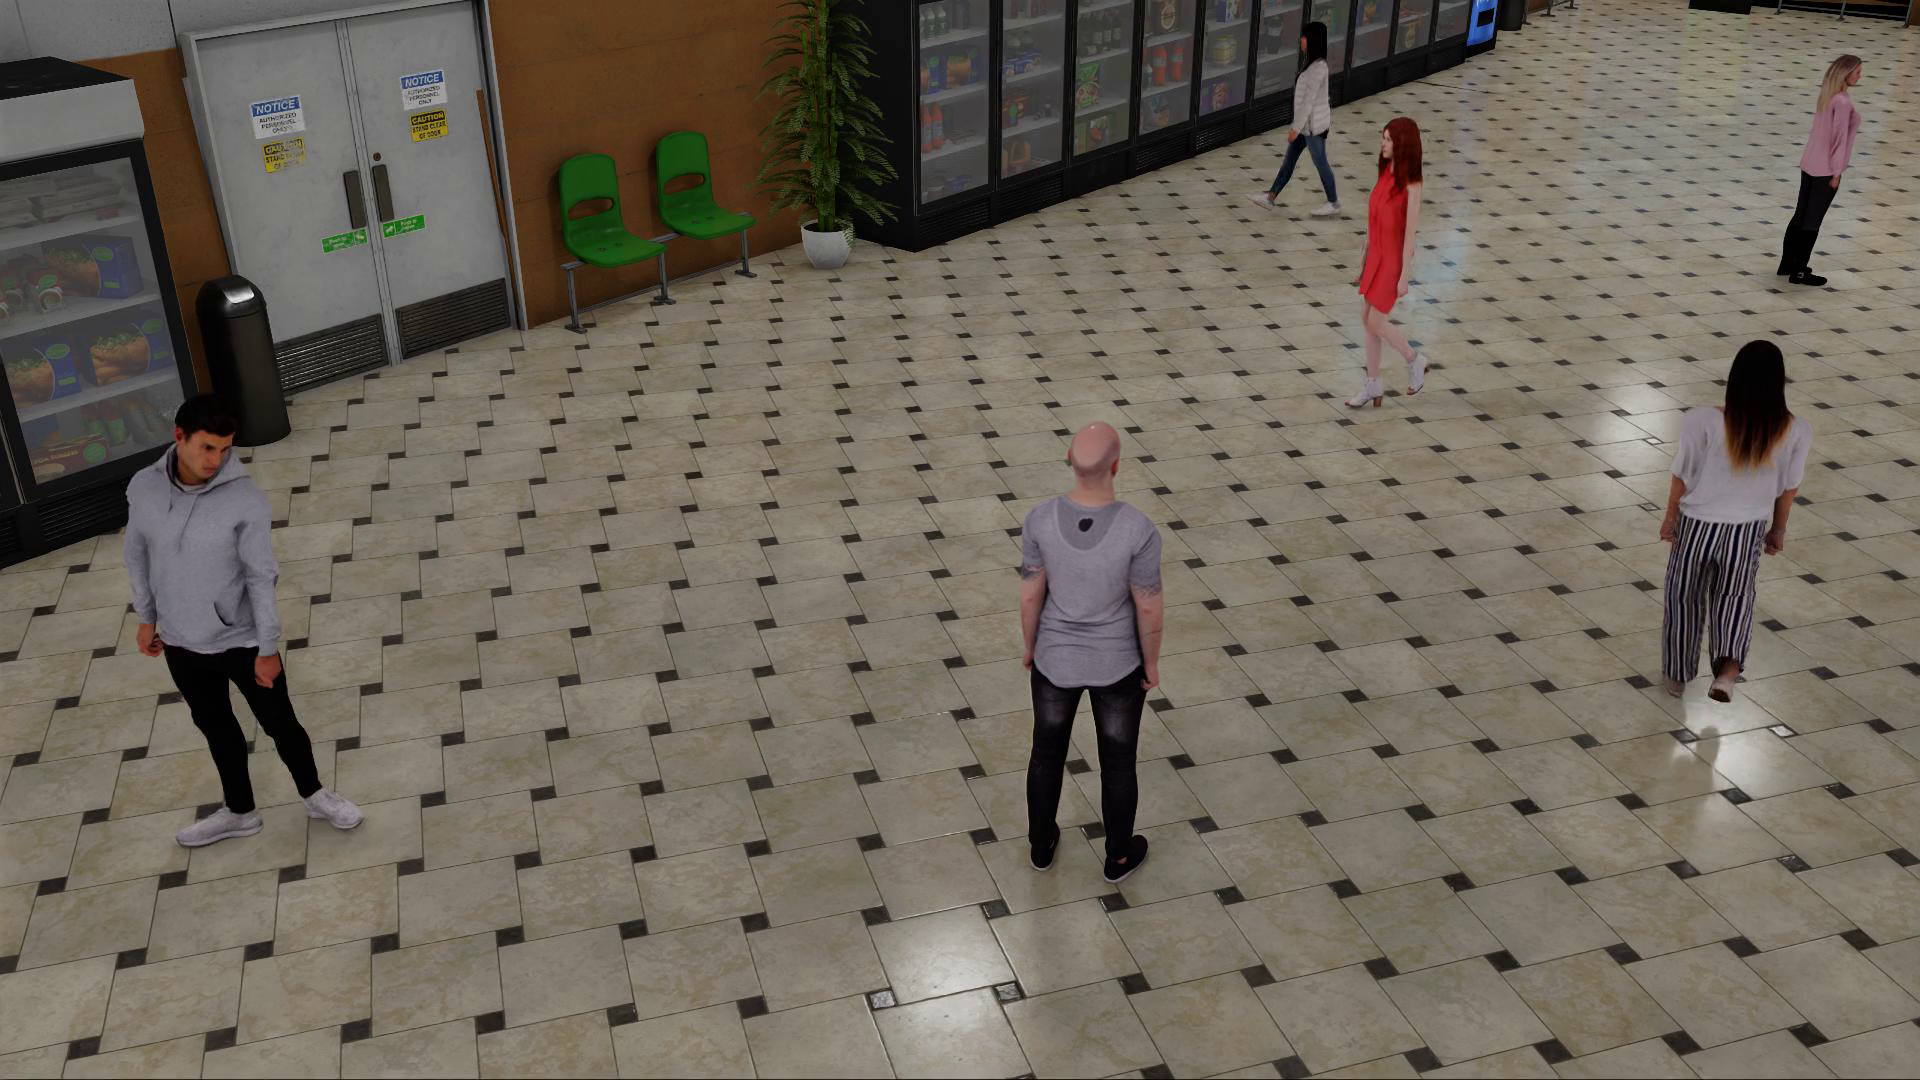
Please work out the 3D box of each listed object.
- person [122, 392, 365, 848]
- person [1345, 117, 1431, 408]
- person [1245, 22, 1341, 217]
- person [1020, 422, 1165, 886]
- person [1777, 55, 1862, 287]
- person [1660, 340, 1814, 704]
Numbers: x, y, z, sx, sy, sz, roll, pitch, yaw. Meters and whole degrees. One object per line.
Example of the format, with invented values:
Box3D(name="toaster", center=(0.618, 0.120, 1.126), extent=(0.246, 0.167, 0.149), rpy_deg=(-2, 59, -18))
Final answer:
Box3D(name="person", center=(-2.785, 0.317, 6.147), extent=(0.830, 1.890, 0.990), rpy_deg=(10, 29, 19))
Box3D(name="person", center=(2.677, -1.643, 10.097), extent=(0.874, 1.813, 0.829), rpy_deg=(-7, 28, -13))
Box3D(name="person", center=(3.027, -3.485, 13.969), extent=(1.137, 1.597, 1.014), rpy_deg=(1, 27, 2))
Box3D(name="person", center=(0.462, 0.419, 6.004), extent=(0.661, 1.838, 0.810), rpy_deg=(8, 28, 16))
Box3D(name="person", center=(6.451, -2.779, 12.478), extent=(0.715, 1.686, 0.687), rpy_deg=(3, 27, 5))
Box3D(name="person", center=(3.233, -0.017, 7.055), extent=(0.862, 1.665, 0.907), rpy_deg=(6, 28, 12))
